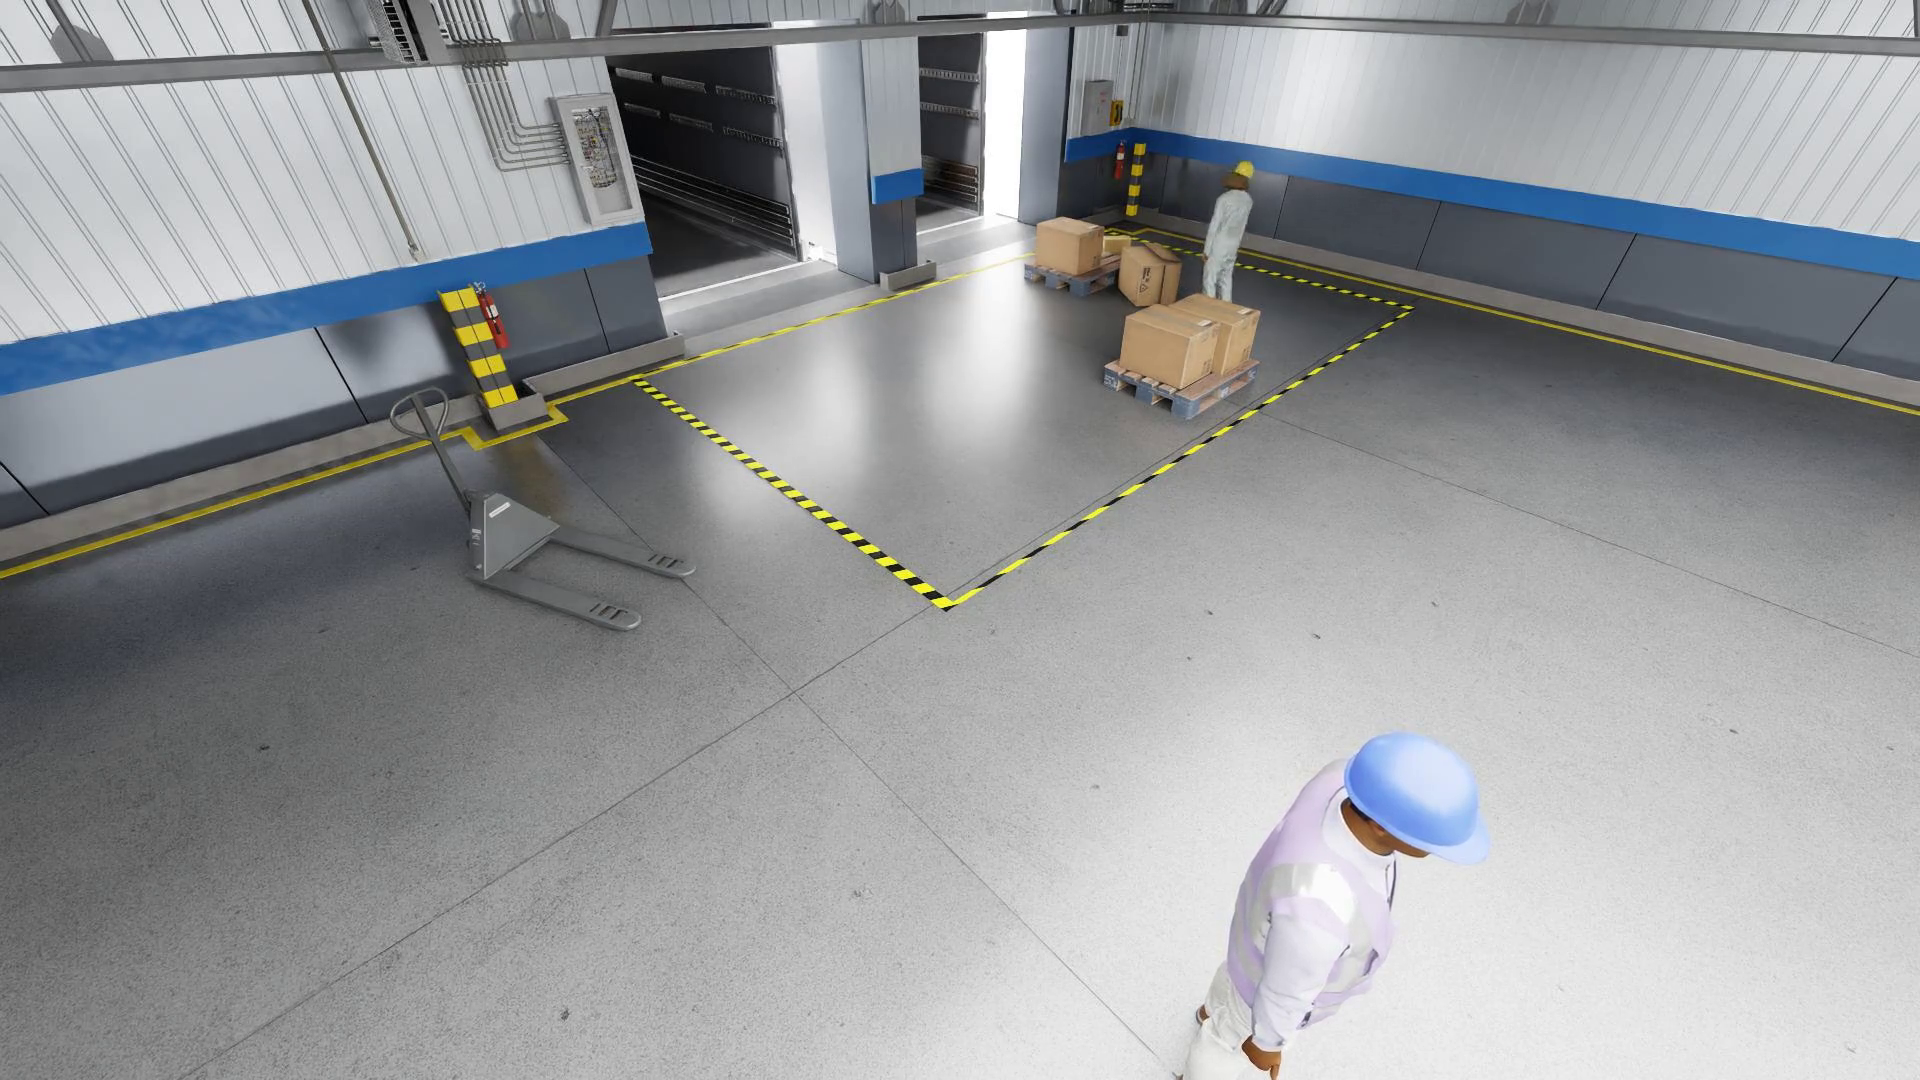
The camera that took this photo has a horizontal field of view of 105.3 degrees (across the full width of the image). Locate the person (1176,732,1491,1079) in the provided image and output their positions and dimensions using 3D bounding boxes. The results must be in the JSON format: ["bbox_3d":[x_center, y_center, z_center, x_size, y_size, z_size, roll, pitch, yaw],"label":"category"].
[{"bbox_3d":[0.972,1.203,2.136,0.391,1.945,0.616,22,43,26],"label":"person"}]

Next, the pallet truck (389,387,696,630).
[{"bbox_3d":[-2.613,-0.247,4.593,1.601,1.201,0.680,14,40,17],"label":"pallet truck"}]

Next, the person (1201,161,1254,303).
[{"bbox_3d":[2.860,-3.145,7.955,0.516,1.717,0.347,-19,42,-23],"label":"person"}]
